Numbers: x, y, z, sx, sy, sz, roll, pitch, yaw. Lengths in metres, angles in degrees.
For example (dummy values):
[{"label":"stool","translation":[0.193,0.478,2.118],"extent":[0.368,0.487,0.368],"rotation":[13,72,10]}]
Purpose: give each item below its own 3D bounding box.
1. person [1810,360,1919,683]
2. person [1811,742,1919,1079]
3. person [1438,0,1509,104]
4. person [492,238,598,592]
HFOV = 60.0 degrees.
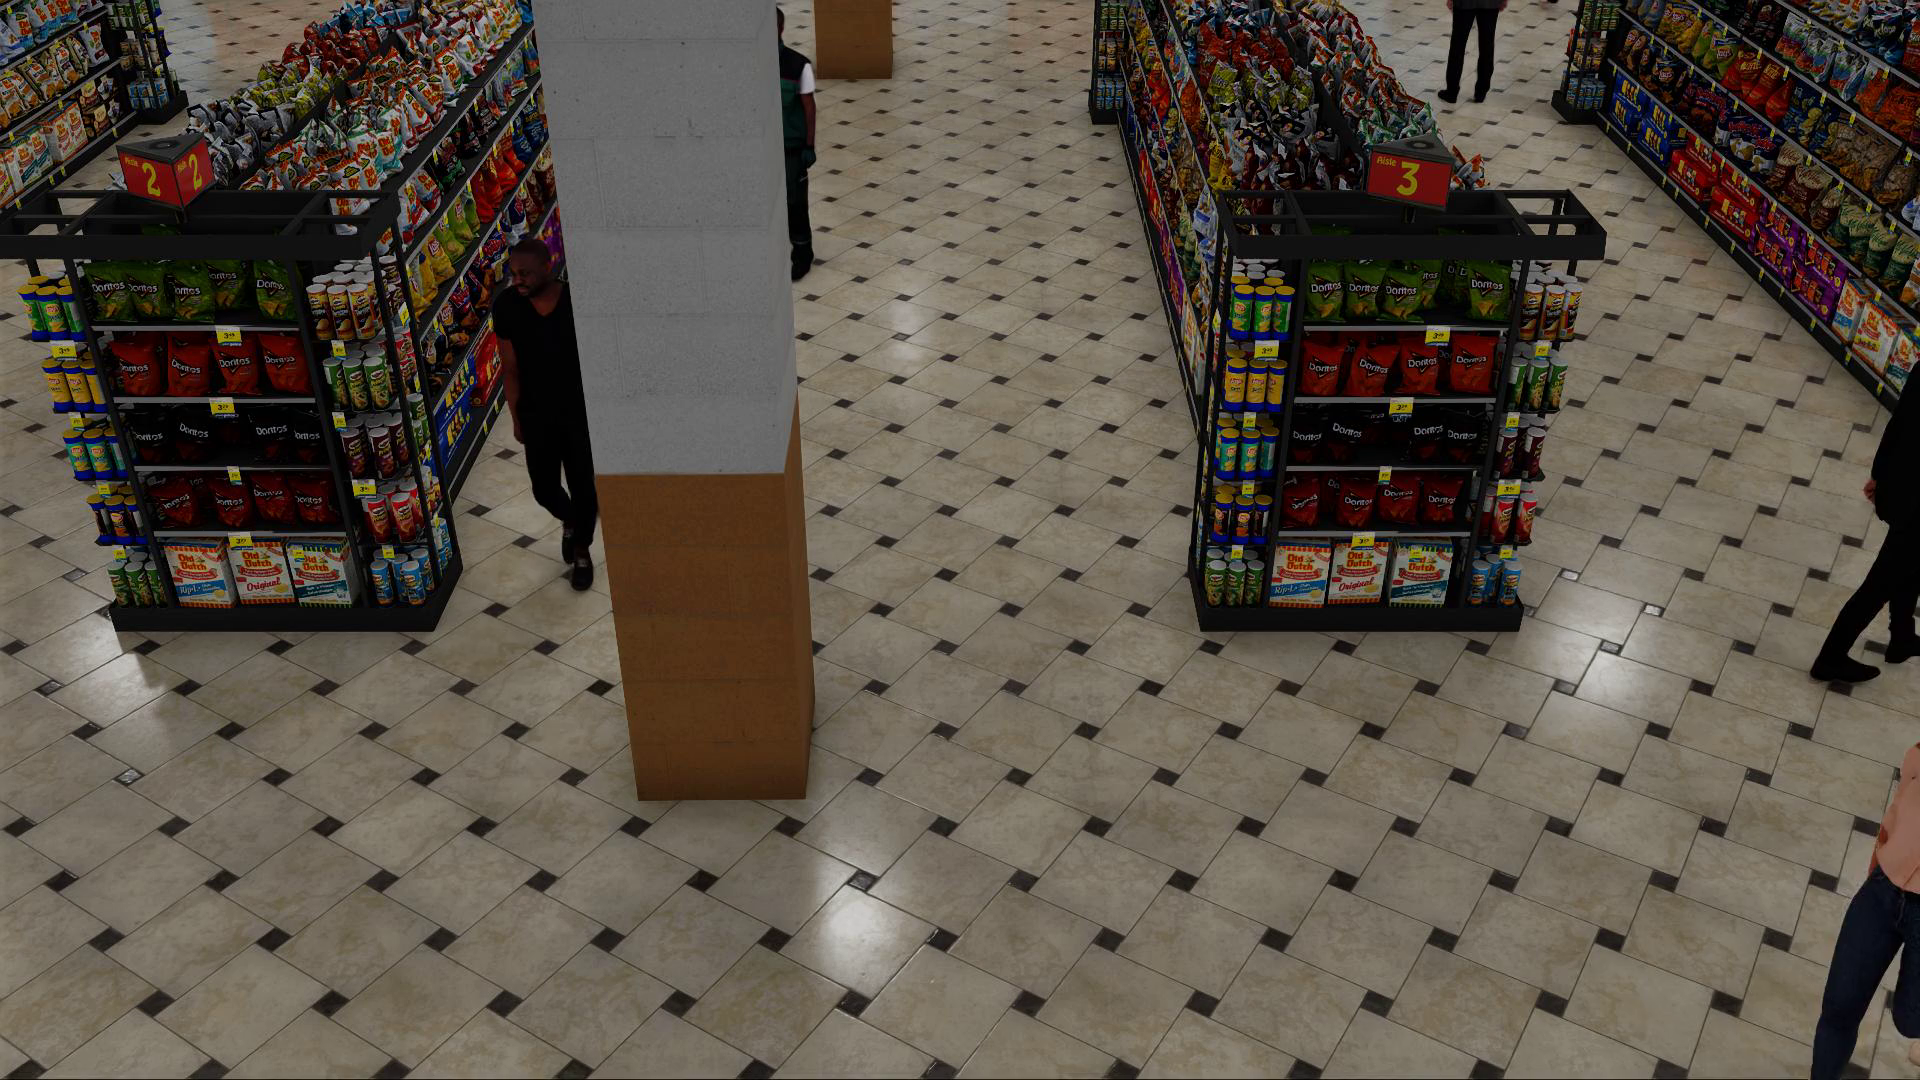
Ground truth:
[{"label":"person","translation":[4.026,-0.164,7.122],"extent":[0.818,1.865,0.864],"rotation":[-2,32,-3]},{"label":"person","translation":[3.013,1.140,5.119],"extent":[0.961,1.767,1.062],"rotation":[-15,35,-23]},{"label":"person","translation":[4.531,-4.764,14.539],"extent":[0.722,1.839,0.567],"rotation":[-1,32,-1]},{"label":"person","translation":[-1.880,-0.633,7.935],"extent":[0.690,1.803,0.724],"rotation":[-2,32,-3]}]
